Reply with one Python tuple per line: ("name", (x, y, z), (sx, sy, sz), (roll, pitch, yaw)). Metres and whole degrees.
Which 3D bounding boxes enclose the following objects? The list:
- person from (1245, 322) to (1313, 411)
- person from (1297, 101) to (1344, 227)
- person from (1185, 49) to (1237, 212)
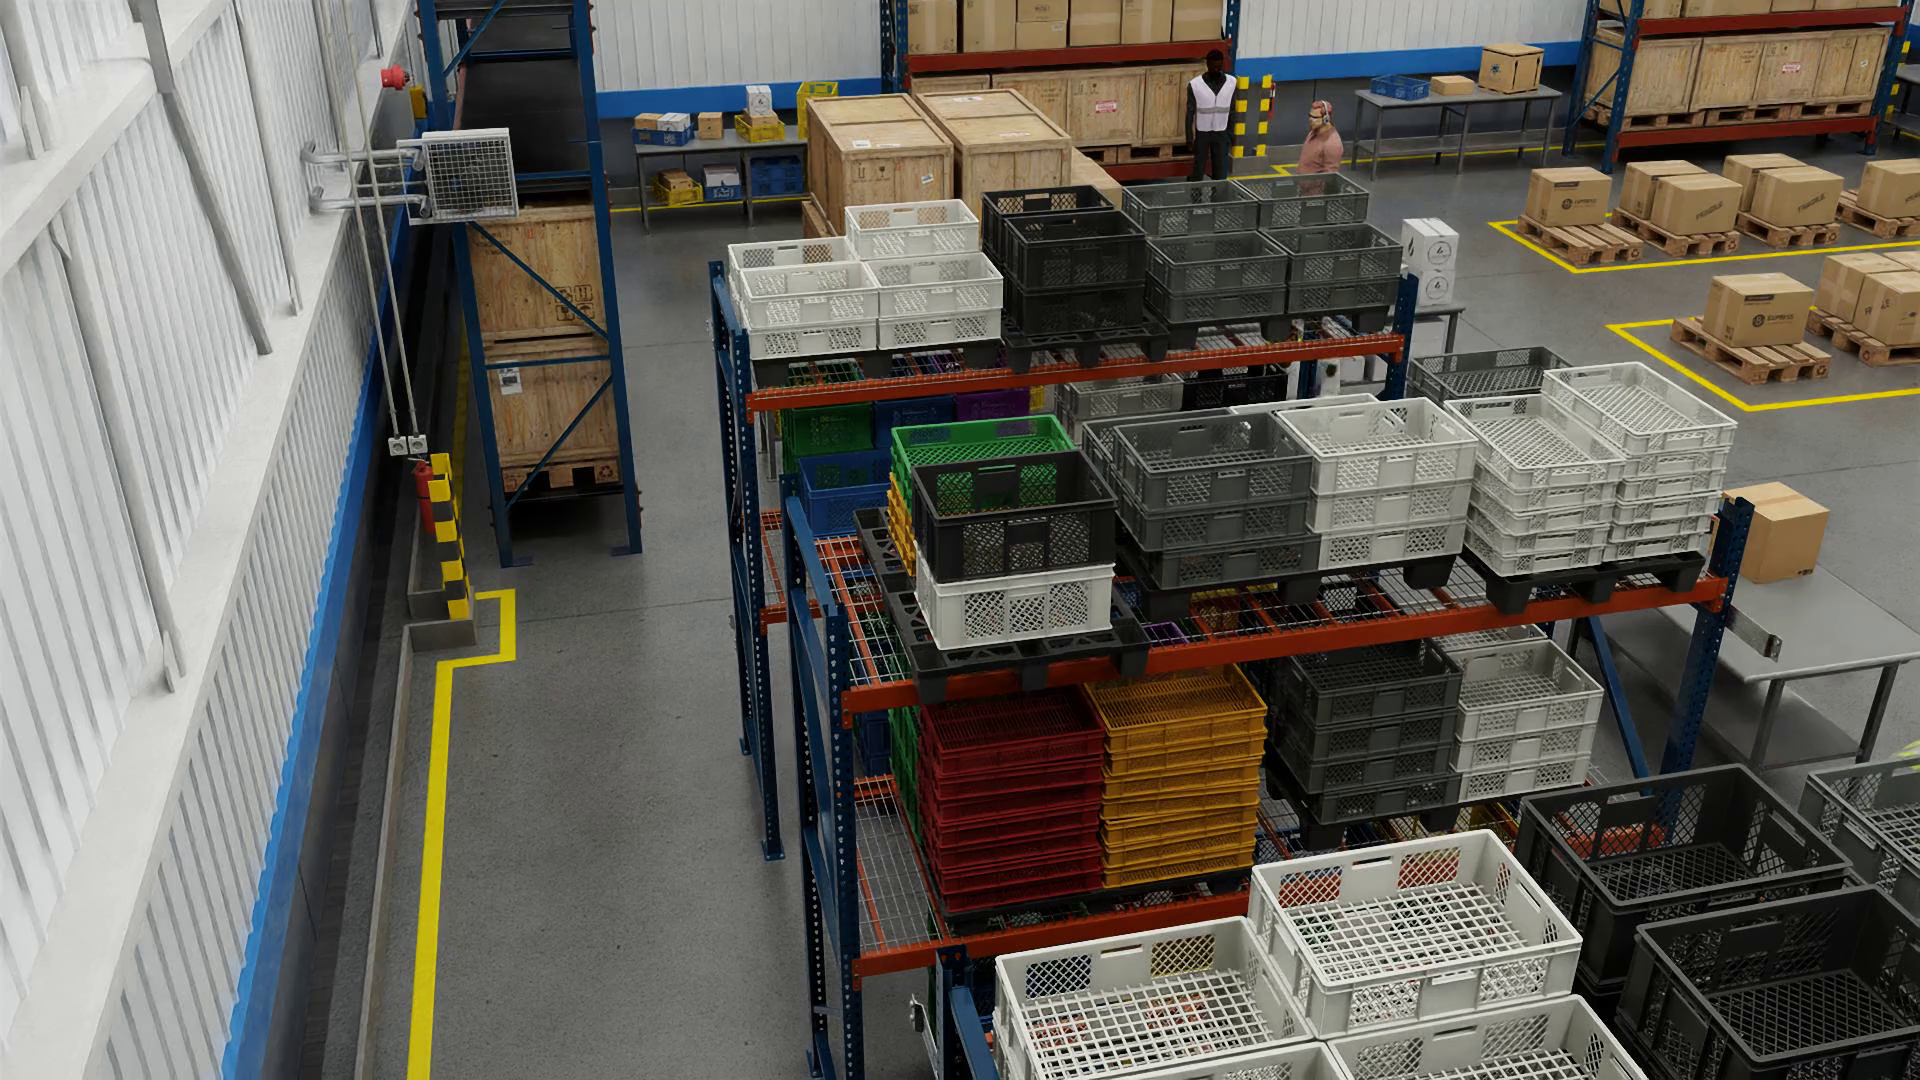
("person", (2.181, -0.649, 11.546), (0.513, 1.872, 0.331), (-2, 28, -3))
("person", (3.622, -3.531, 16.990), (0.401, 1.900, 0.647), (-3, 28, -6))
("person", (2.882, -4.708, 19.211), (0.602, 1.907, 0.405), (-6, 28, -11))
